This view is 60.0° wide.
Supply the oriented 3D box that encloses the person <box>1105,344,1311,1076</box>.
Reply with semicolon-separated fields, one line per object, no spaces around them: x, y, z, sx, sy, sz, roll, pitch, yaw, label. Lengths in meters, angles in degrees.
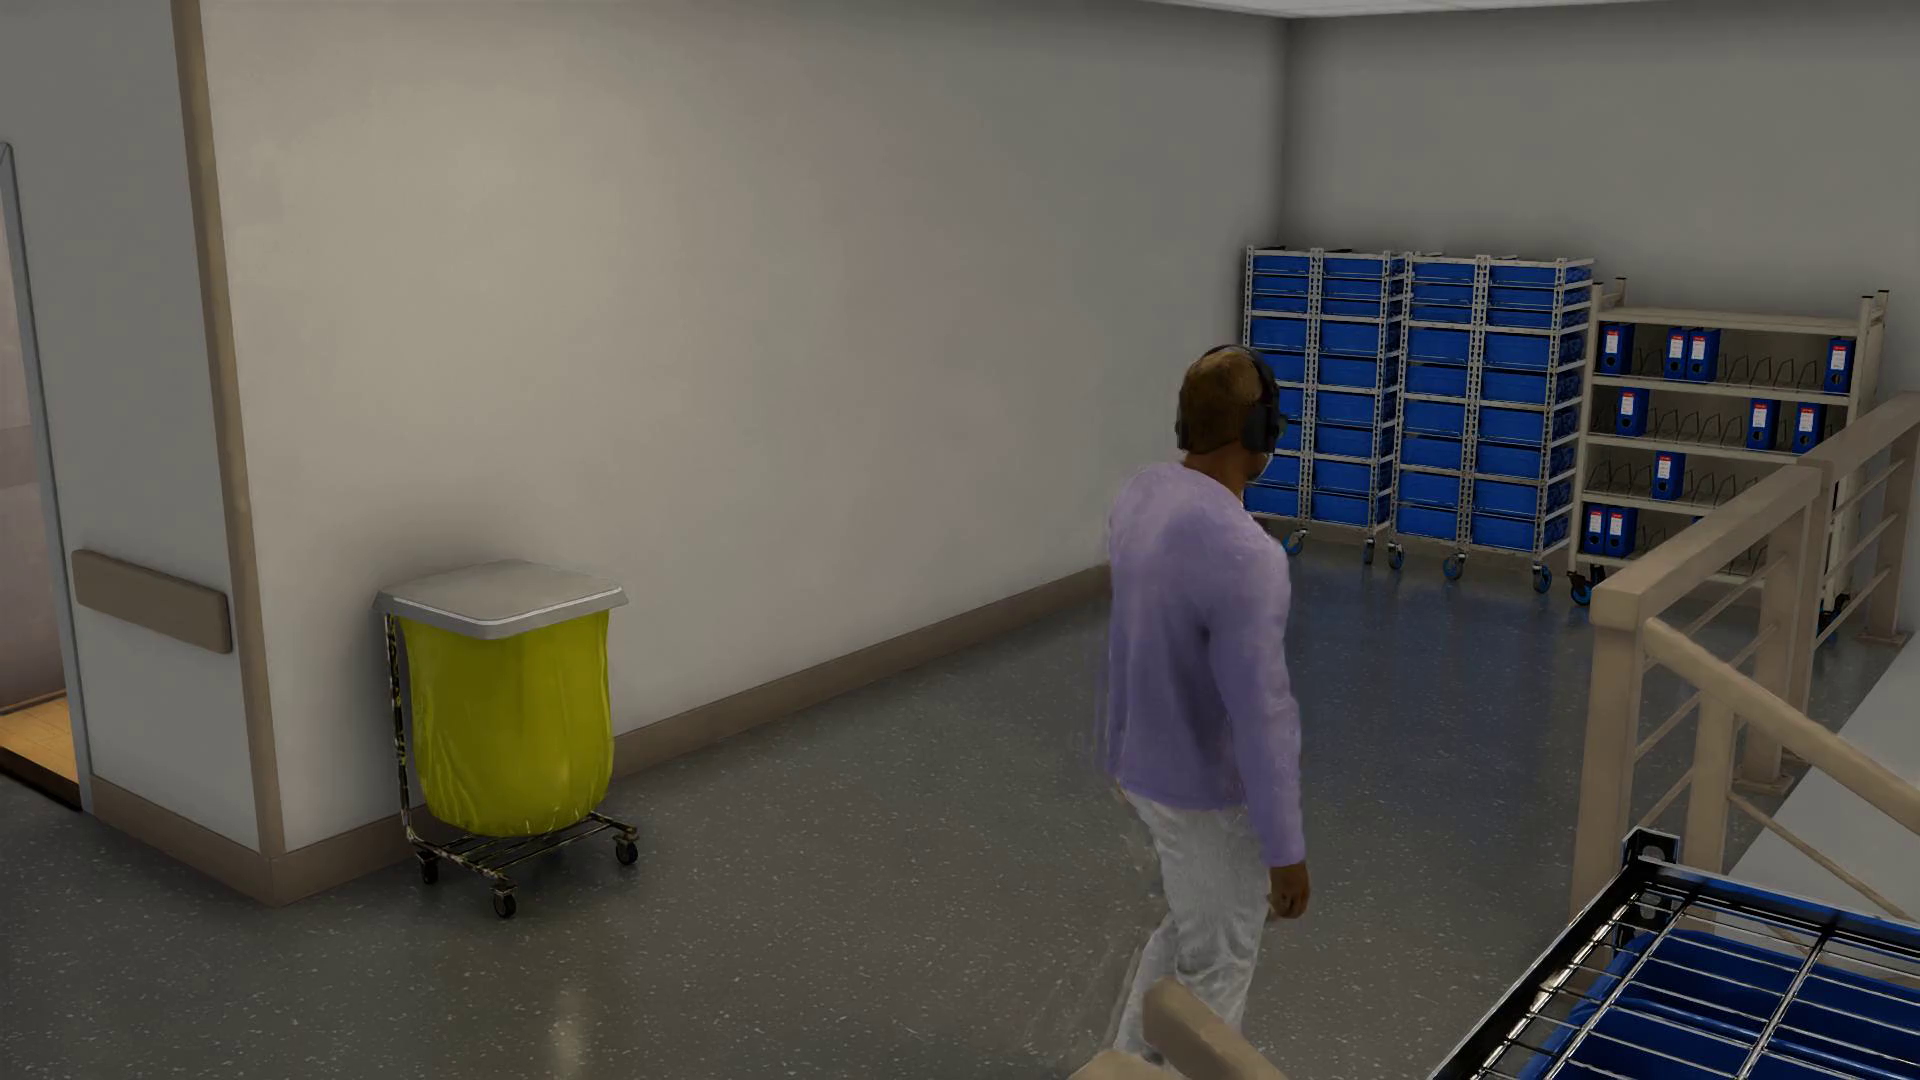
0.526;0.541;3.607;0.406;1.925;0.678;-3;14;-13;person
